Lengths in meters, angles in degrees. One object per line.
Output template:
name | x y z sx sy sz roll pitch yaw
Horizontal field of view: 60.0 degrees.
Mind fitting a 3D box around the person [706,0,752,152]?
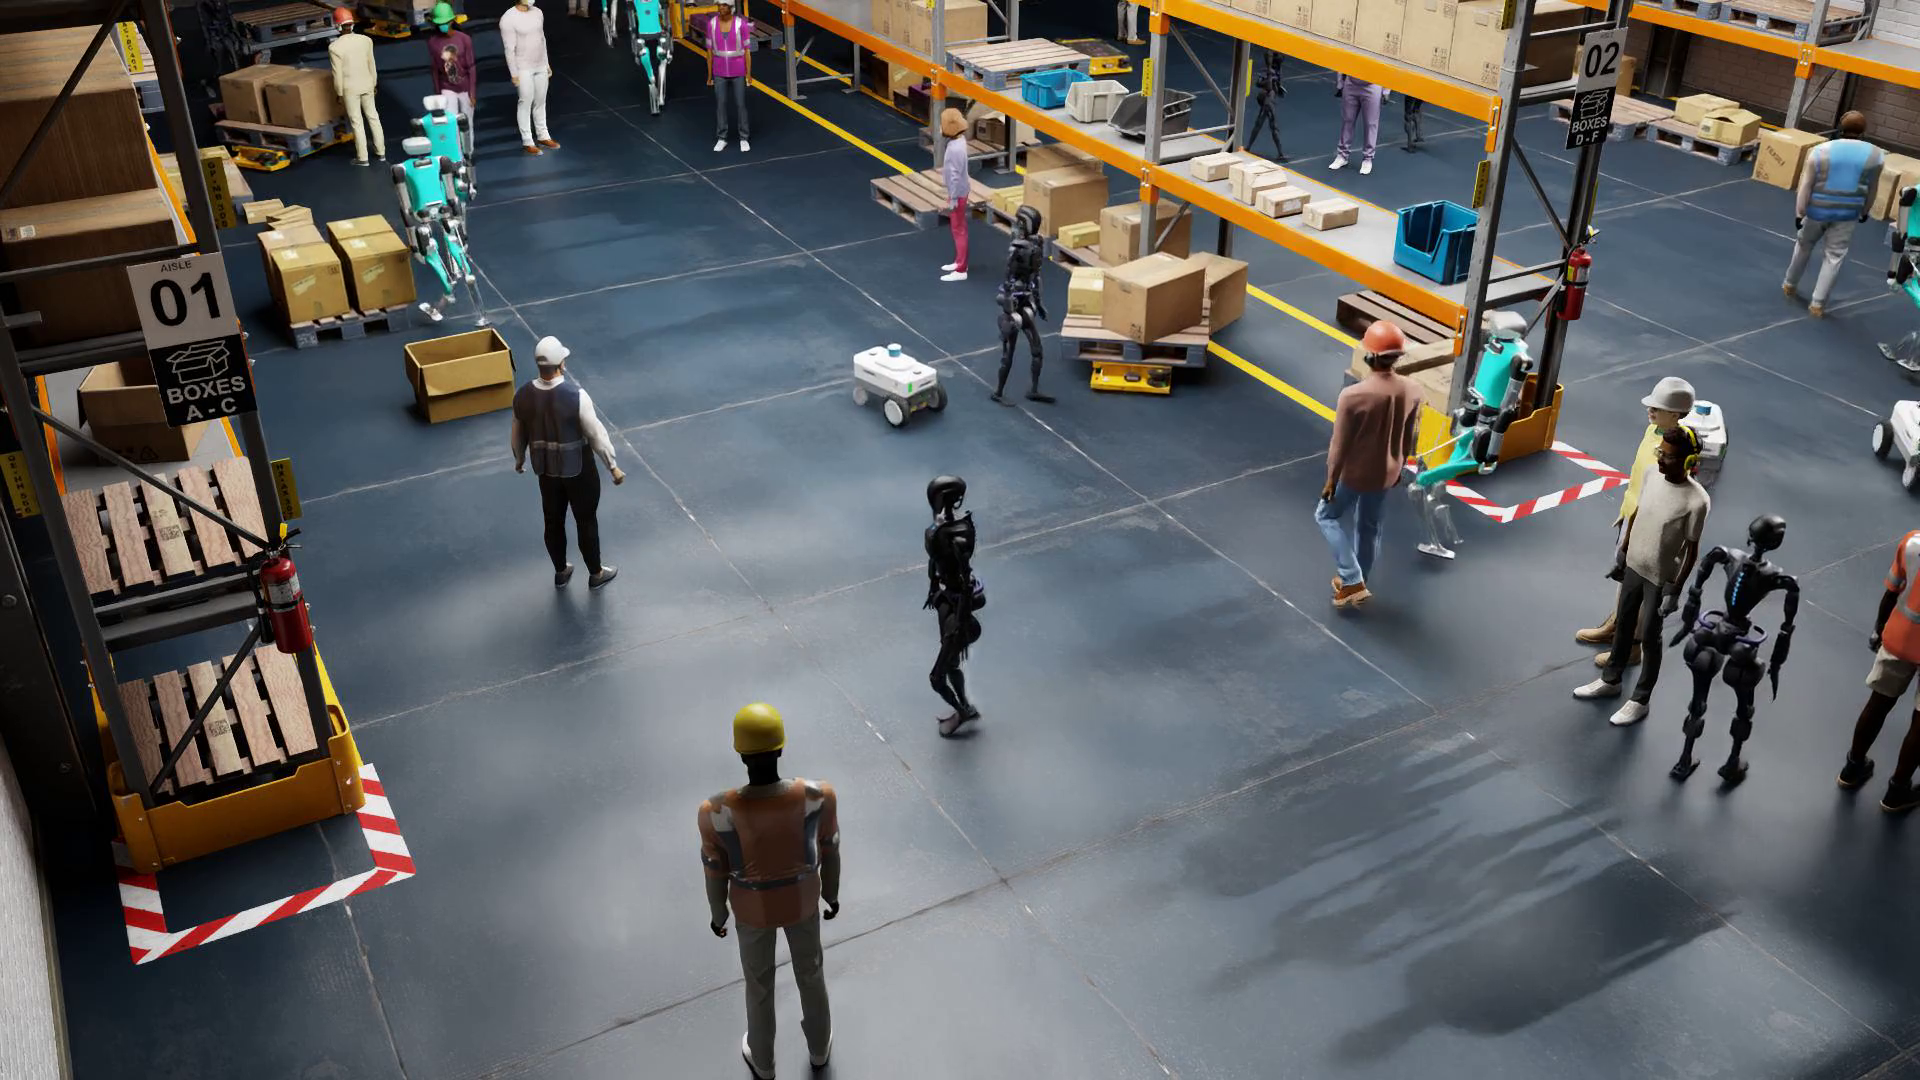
person | -2.672 -5.425 19.268 0.521 1.846 0.318 1 30 1

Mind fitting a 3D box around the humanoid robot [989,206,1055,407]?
humanoid robot | 0.477 -1.854 13.226 0.443 1.638 0.603 16 33 25

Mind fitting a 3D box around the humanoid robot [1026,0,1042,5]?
humanoid robot | 1.144 -9.279 26.159 0.385 1.643 0.609 8 31 14

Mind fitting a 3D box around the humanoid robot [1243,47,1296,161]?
humanoid robot | 3.601 -5.169 19.016 0.687 1.635 0.588 11 32 19

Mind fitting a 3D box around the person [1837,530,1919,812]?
person | 5.096 0.570 8.730 0.381 1.952 0.618 -21 36 -32

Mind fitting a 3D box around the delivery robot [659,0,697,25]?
delivery robot | -4.413 -8.183 25.348 0.757 0.576 0.499 -18 35 -29

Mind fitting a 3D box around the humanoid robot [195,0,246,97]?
humanoid robot | -9.508 -6.451 21.253 0.647 1.635 0.616 12 32 20

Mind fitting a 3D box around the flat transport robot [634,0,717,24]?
flat transport robot | -4.223 -8.143 25.586 1.431 0.231 0.659 -16 33 -25

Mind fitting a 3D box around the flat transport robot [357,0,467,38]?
flat transport robot | -8.164 -7.783 24.958 0.659 0.231 1.431 17 34 27

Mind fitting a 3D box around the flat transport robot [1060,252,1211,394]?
flat transport robot | 1.511 -1.634 14.255 0.659 0.231 1.431 5 30 8

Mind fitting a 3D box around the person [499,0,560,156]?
person | -4.968 -5.446 19.214 0.360 1.939 0.634 16 34 26

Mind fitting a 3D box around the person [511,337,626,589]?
person | -2.550 -0.480 10.750 0.745 1.757 0.437 6 30 10

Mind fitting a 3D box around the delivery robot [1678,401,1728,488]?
delivery robot | 5.503 -0.763 12.452 0.513 0.596 0.767 9 31 15

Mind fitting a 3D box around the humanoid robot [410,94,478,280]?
humanoid robot | -4.905 -3.428 15.919 0.537 1.779 0.838 -11 32 -18

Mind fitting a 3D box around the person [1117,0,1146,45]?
person | 2.472 -8.101 23.880 0.352 1.898 0.563 -14 33 -23

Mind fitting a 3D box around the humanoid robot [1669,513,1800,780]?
humanoid robot | 4.181 0.565 9.011 0.419 1.656 0.615 -26 39 -37

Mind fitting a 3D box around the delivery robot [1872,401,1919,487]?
delivery robot | 7.213 -0.749 12.446 0.499 0.614 0.817 6 30 11

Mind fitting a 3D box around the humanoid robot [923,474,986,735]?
humanoid robot | -0.041 0.362 9.366 0.397 1.639 0.609 -10 31 -17

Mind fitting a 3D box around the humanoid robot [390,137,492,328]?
humanoid robot | -4.445 -2.557 14.398 0.530 1.714 1.053 -21 36 -32

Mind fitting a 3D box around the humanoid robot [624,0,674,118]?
humanoid robot | -3.805 -6.096 20.562 0.545 1.723 1.055 -4 30 -7

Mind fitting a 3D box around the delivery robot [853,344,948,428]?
delivery robot | -0.505 -1.261 13.336 0.815 0.612 0.499 26 39 38

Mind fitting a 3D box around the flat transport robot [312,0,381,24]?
flat transport robot | -9.449 -8.203 25.689 0.659 0.231 1.431 -23 37 -34

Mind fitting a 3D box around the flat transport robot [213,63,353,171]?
flat transport robot | -7.840 -4.622 19.455 0.659 0.231 1.431 11 32 18

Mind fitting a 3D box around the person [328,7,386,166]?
person | -6.857 -5.144 18.873 0.324 1.751 0.558 20 36 31

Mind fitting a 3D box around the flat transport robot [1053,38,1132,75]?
flat transport robot | 1.821 -6.727 23.121 0.659 0.231 1.431 -9 31 -15

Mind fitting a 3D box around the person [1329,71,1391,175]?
person | 4.497 -5.054 18.566 0.653 1.904 0.409 17 34 27

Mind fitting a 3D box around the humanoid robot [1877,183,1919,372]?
humanoid robot | 7.989 -2.148 13.697 0.531 1.761 0.936 -3 30 -5

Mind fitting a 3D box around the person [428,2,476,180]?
person | -5.560 -4.950 18.372 0.481 1.915 0.755 -8 31 -13

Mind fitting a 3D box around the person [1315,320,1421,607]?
person | 2.549 -0.452 10.482 0.642 1.976 0.445 -12 32 -20

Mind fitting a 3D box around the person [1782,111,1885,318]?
person | 7.901 -2.988 15.072 0.646 1.810 0.859 12 32 19

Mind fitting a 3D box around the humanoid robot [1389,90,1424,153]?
humanoid robot | 5.309 -5.358 19.328 0.601 1.646 0.355 -11 32 -19

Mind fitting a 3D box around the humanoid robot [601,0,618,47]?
humanoid robot | -5.084 -8.050 23.973 0.531 1.803 0.794 -11 32 -19

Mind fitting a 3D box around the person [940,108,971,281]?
person | -0.041 -3.272 15.741 0.281 1.626 0.503 0 30 -1

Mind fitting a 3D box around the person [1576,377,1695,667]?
person | 4.112 -0.107 9.971 0.385 1.892 0.472 -2 30 -4

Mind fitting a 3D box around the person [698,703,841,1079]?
person | -0.794 1.524 7.103 0.583 1.918 0.372 -8 31 -14

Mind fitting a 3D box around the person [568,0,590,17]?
person | -5.796 -8.865 25.301 0.650 1.802 0.468 -10 31 -16

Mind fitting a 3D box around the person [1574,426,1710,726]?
person | 3.913 0.193 9.467 0.329 1.872 0.507 -12 32 -19

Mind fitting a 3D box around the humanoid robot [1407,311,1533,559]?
humanoid robot | 3.259 -0.637 11.066 0.865 1.785 0.531 -6 30 -10
